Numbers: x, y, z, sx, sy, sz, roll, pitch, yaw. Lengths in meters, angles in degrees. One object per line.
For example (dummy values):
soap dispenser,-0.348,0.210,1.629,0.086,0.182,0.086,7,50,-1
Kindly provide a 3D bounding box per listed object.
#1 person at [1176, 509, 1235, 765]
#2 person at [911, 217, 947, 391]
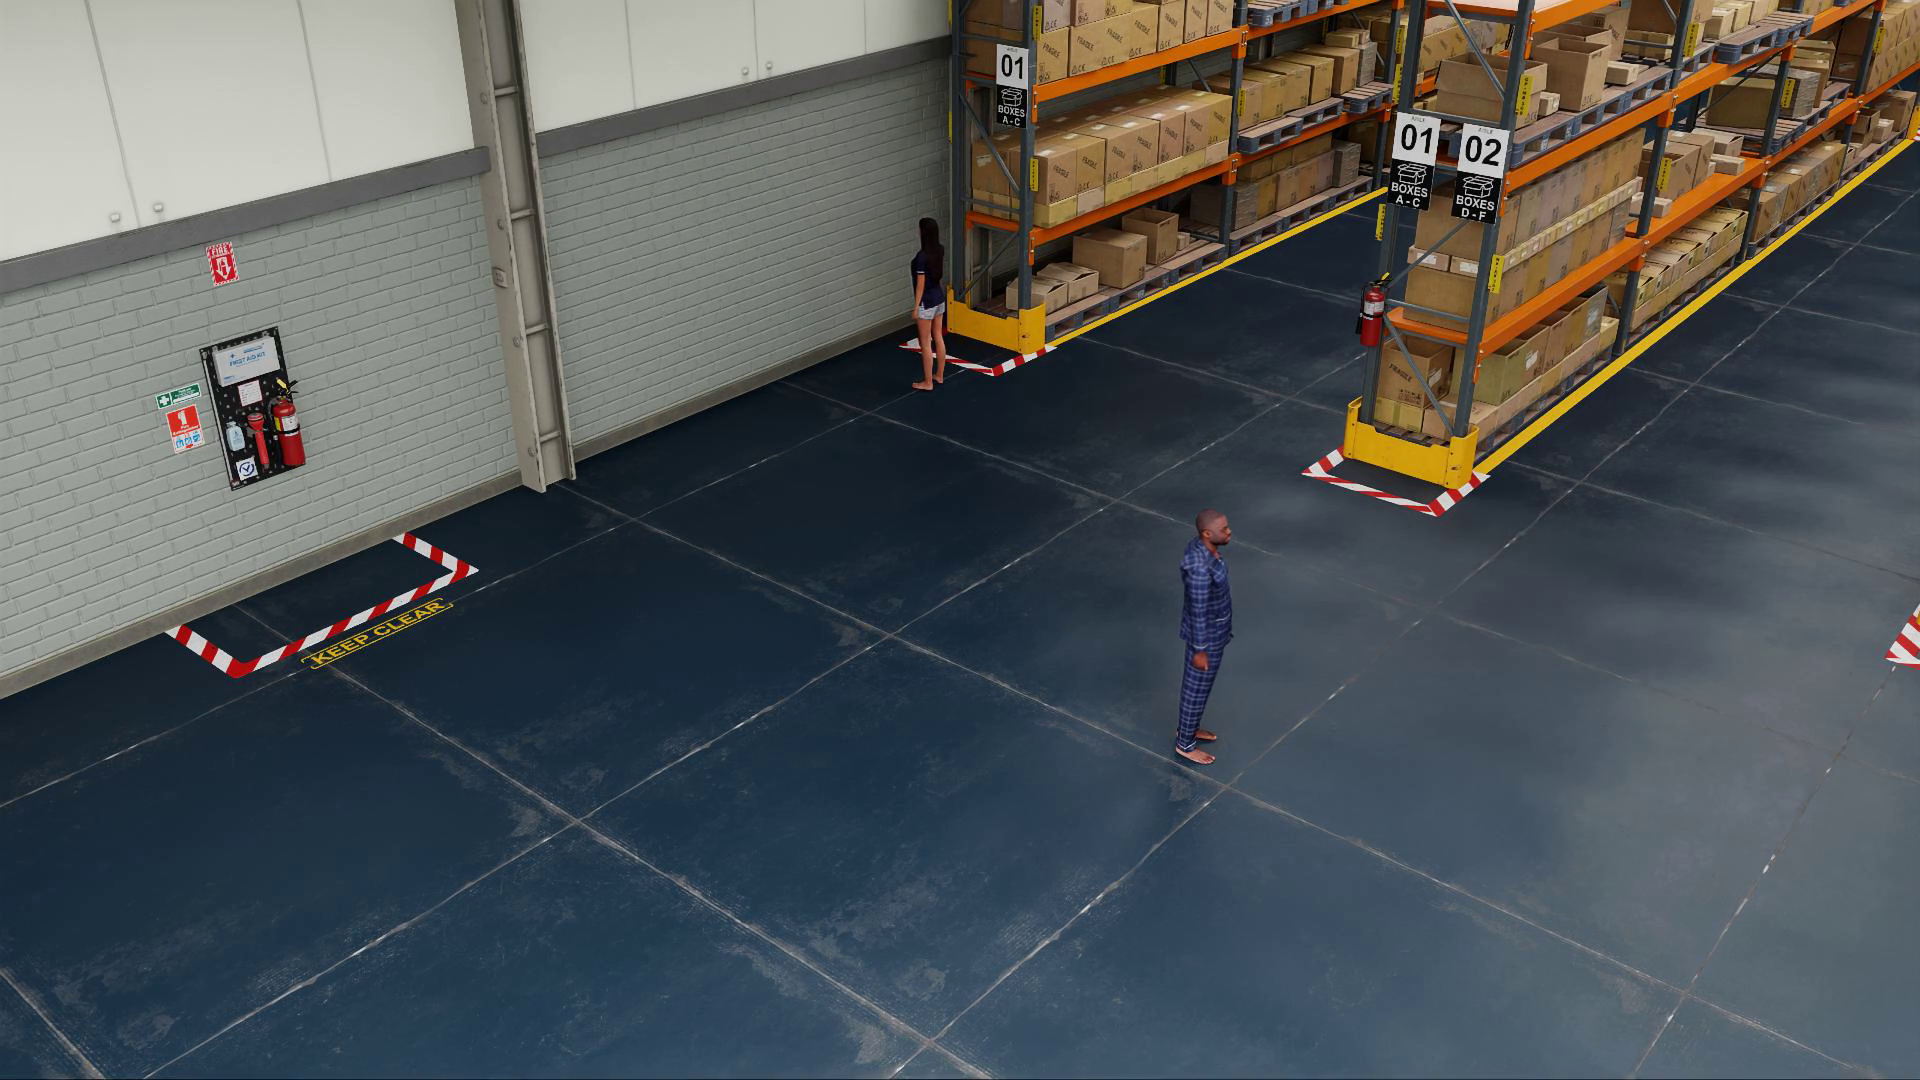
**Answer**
person,1.606,0.606,10.994,0.841,1.823,0.729,5,28,9
person,-0.303,-2.363,16.630,0.637,1.767,0.471,19,33,31
